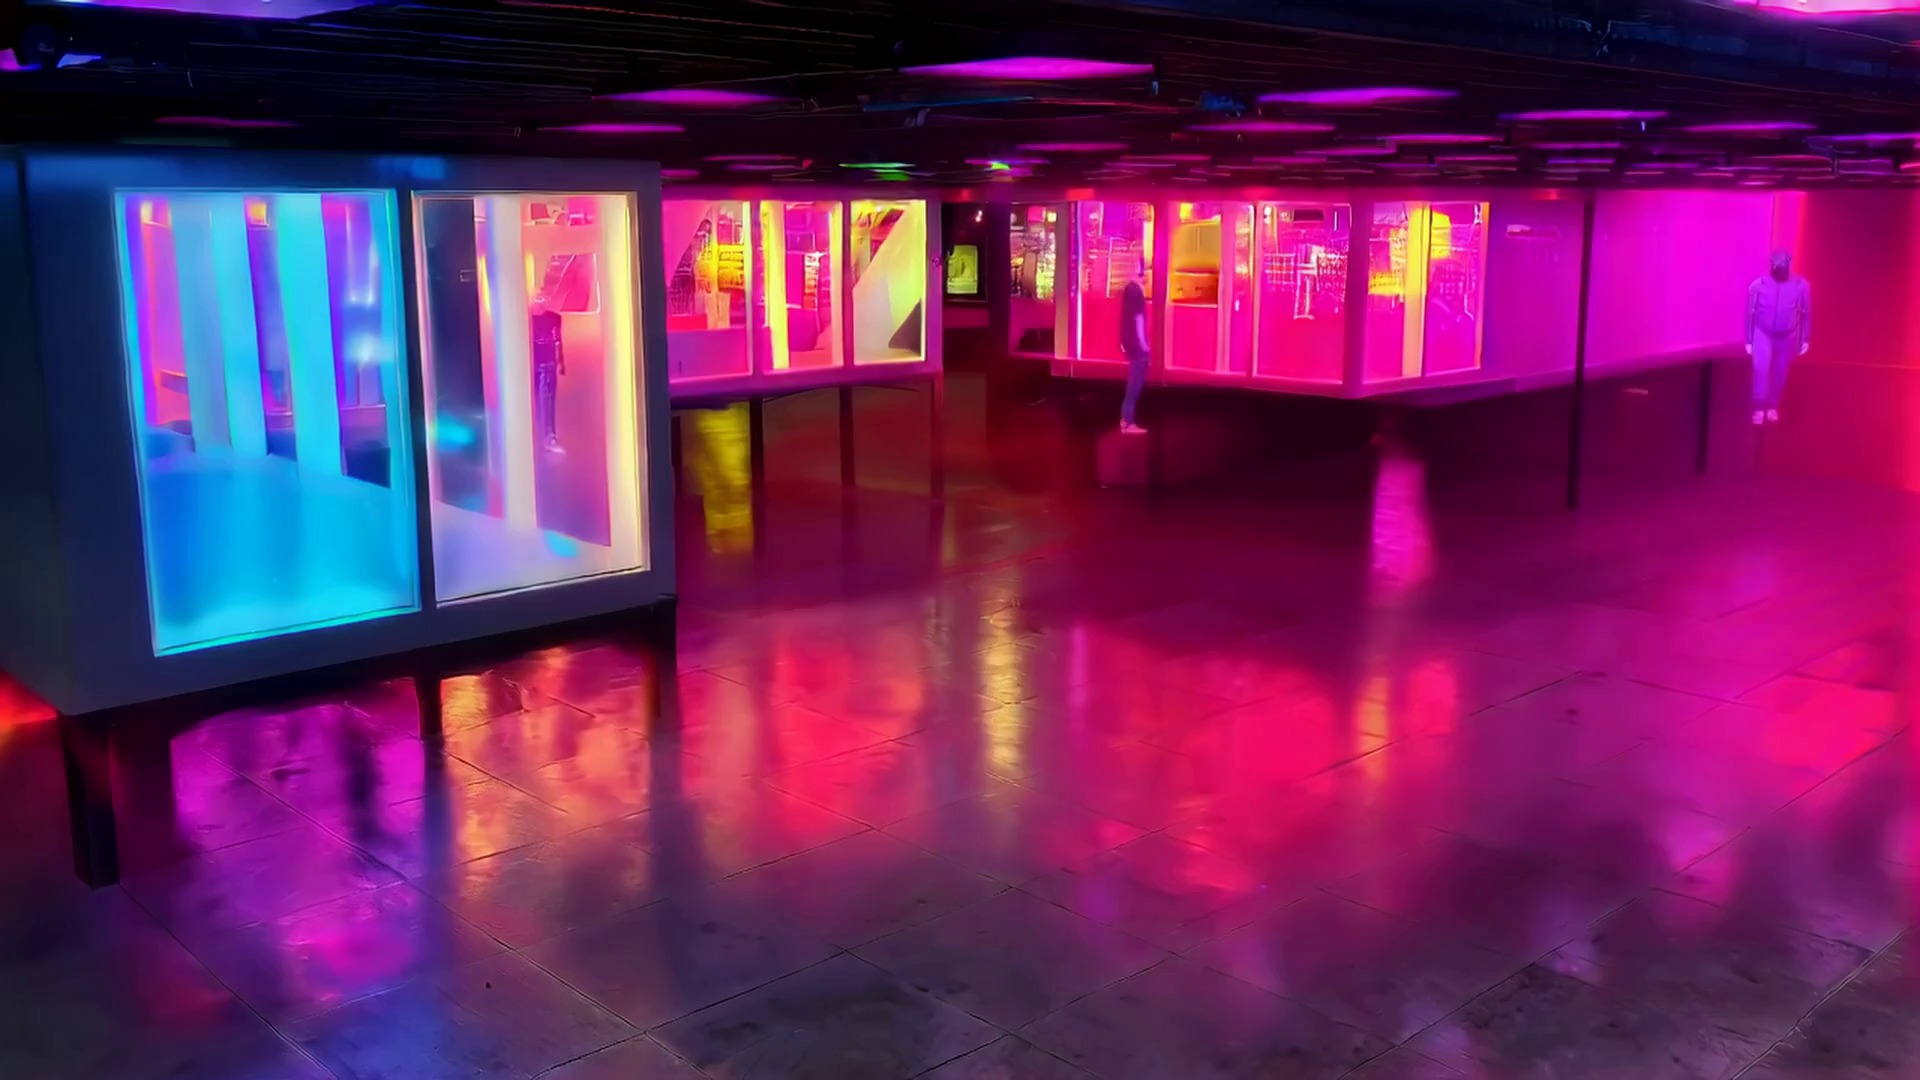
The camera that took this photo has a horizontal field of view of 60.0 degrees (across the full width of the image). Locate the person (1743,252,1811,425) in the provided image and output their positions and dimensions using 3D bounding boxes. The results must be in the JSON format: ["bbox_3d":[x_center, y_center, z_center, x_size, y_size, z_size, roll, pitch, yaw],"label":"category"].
[{"bbox_3d":[8.845,-2.181,18.032,0.646,1.853,1.010,4,12,20],"label":"person"}]

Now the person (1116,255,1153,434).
[{"bbox_3d":[1.828,-2.001,17.152,0.416,1.854,0.511,-1,11,-3],"label":"person"}]
